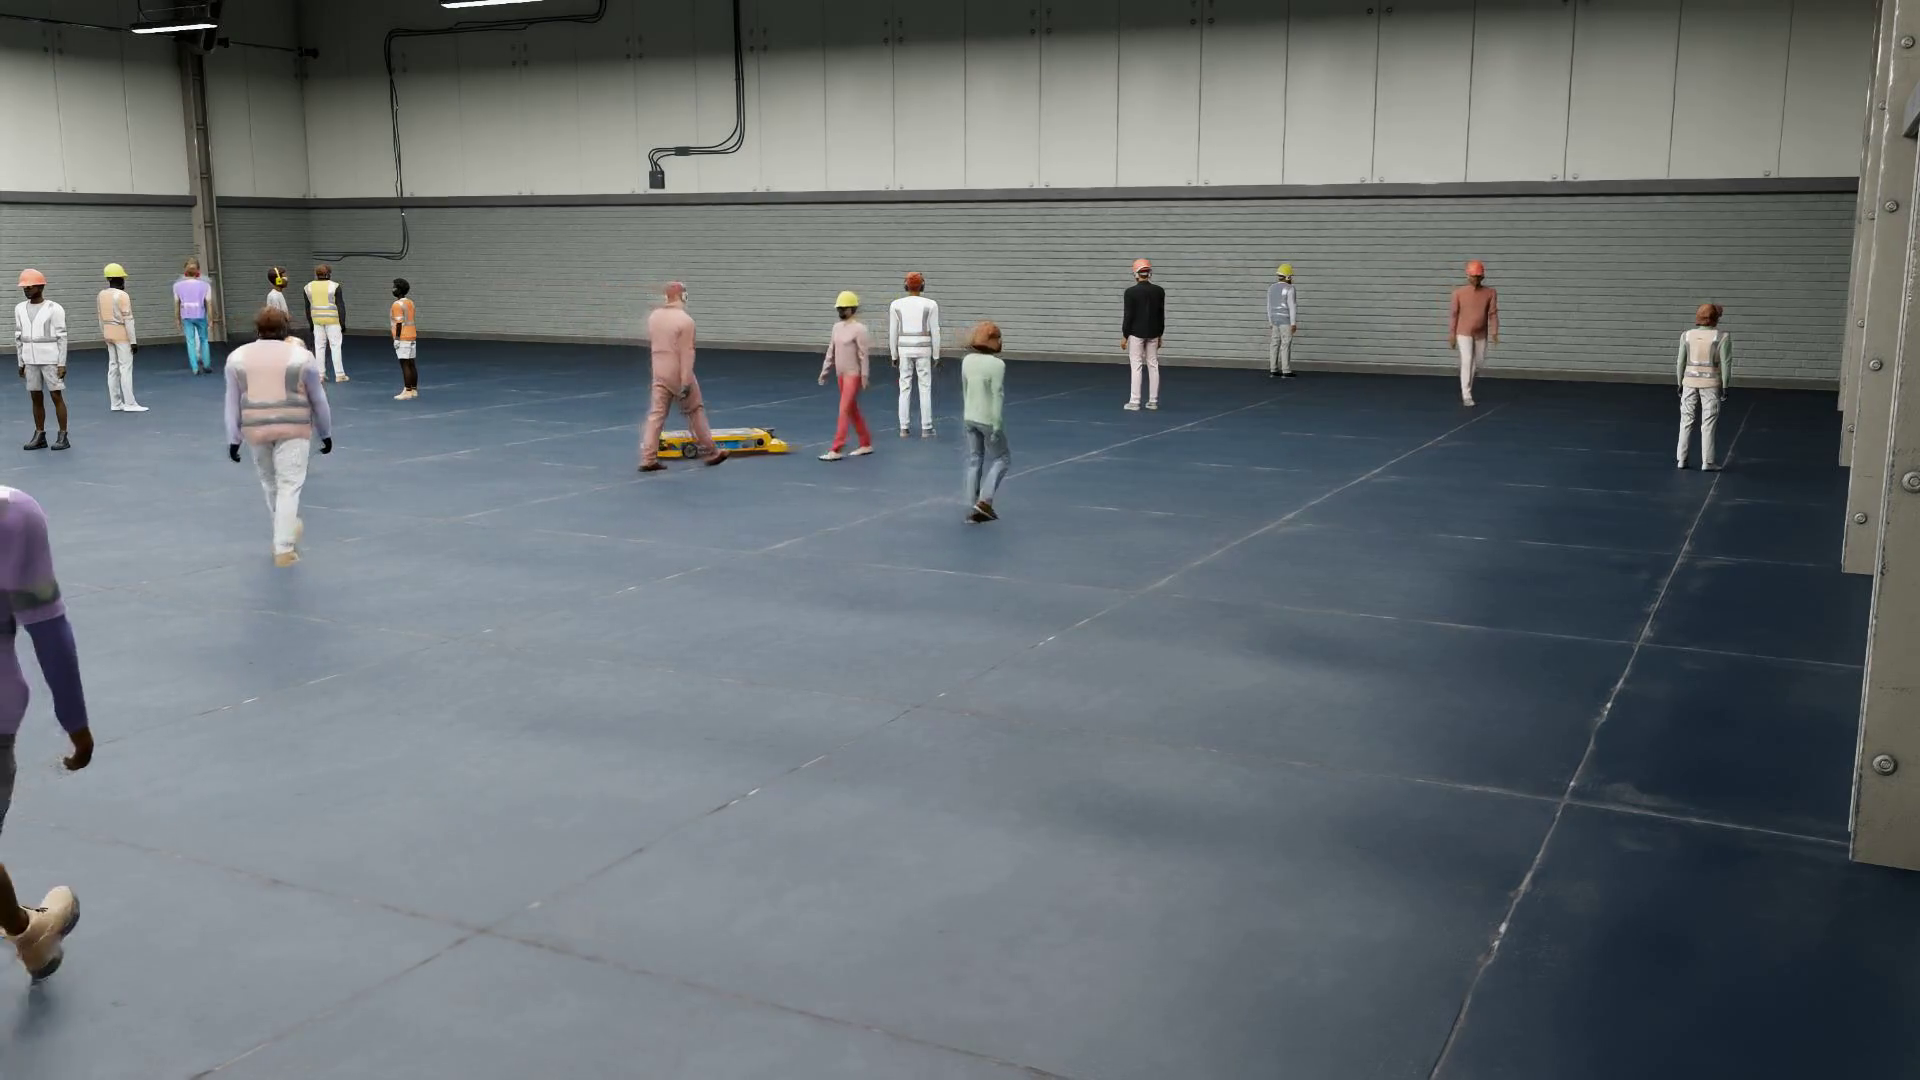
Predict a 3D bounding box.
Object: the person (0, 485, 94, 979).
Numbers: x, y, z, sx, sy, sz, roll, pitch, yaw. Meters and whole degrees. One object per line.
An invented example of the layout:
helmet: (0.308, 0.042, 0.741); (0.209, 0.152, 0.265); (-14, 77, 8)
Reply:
person: (-2.783, 0.453, 4.691); (0.636, 1.989, 1.052); (0, 10, 0)

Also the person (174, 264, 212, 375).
person: (-12.715, -3.658, 27.640); (0.570, 1.808, 0.836); (-4, 11, -21)

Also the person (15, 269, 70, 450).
person: (-9.848, -1.924, 17.818); (0.550, 1.937, 0.357); (1, 10, 3)

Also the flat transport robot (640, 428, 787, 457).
flat transport robot: (-2.597, -1.036, 17.524); (1.431, 0.197, 0.652); (-4, 11, -21)

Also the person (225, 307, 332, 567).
person: (-4.808, -0.753, 11.826); (0.655, 1.787, 0.980); (-1, 10, -4)

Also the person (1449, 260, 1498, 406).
person: (6.959, -2.822, 22.638); (0.615, 1.966, 0.781); (0, 10, -1)

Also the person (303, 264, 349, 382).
person: (-9.956, -3.408, 26.172); (0.623, 1.844, 0.429); (1, 10, 3)

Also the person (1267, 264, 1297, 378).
person: (5.222, -3.526, 26.834); (0.403, 1.835, 0.586); (-7, 12, -32)

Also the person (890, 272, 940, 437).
person: (-0.508, -2.111, 18.981); (0.583, 1.884, 0.350); (2, 11, 9)

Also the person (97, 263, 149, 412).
person: (-10.941, -2.625, 21.660); (0.587, 1.930, 0.355); (5, 12, 27)

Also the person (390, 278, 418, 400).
person: (-7.804, -2.815, 23.326); (0.316, 1.700, 0.540); (0, 10, 2)

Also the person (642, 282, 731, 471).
person: (-2.763, -1.611, 16.392); (0.623, 1.839, 0.998); (7, 13, 35)

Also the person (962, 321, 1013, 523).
person: (0.207, -0.934, 13.291); (0.357, 1.620, 0.501); (-10, 14, -43)

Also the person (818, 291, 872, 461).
person: (-1.185, -1.694, 17.144); (0.785, 1.730, 0.528); (-8, 13, -37)

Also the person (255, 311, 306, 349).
person: (-6.336, -1.364, 15.657); (0.523, 1.620, 0.648); (1, 10, 7)

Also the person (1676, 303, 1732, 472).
person: (7.261, -1.488, 16.262); (0.310, 1.636, 0.523); (-9, 14, -41)

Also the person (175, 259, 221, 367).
person: (-13.450, -4.010, 29.360); (0.652, 1.884, 1.039); (0, 10, 3)

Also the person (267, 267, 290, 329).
person: (-9.022, -2.685, 22.135); (0.321, 1.876, 0.532); (-5, 11, -23)

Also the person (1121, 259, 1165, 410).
person: (2.404, -2.701, 21.924); (0.610, 1.986, 0.392); (-4, 11, -22)
